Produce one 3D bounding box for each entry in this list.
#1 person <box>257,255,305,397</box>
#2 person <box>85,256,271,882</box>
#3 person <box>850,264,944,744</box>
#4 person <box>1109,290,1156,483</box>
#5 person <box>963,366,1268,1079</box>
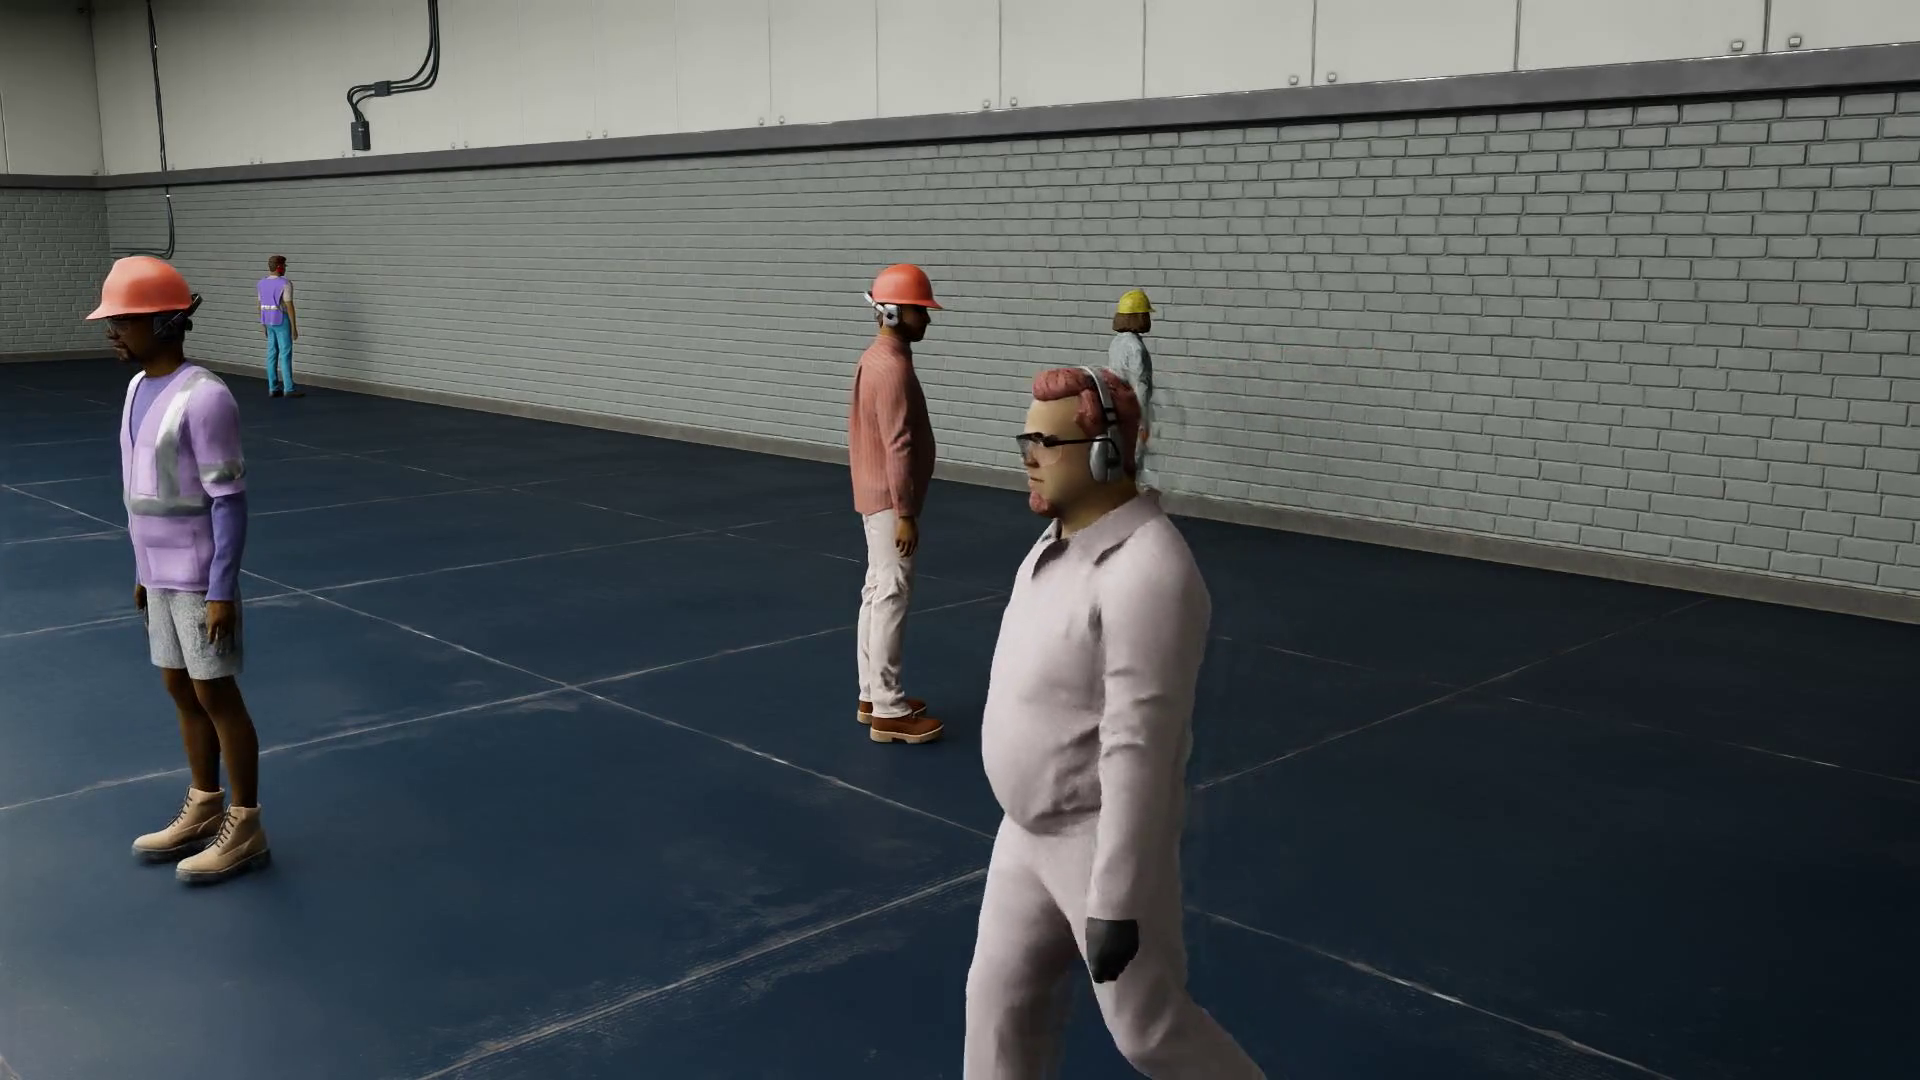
[{"bbox_3d":[-8.957,-2.802,21.838,0.566,1.844,0.381,5,11,25],"label":"person"},{"bbox_3d":[-2.573,0.103,5.458,0.615,2.040,0.391,9,14,41],"label":"person"},{"bbox_3d":[-0.267,-0.161,7.034,0.388,1.990,0.622,-2,11,-12],"label":"person"},{"bbox_3d":[1.164,-0.808,11.243,0.296,1.745,0.485,-3,11,-18],"label":"person"},{"bbox_3d":[0.312,0.579,3.343,0.949,1.871,0.647,-3,11,-17],"label":"person"}]
